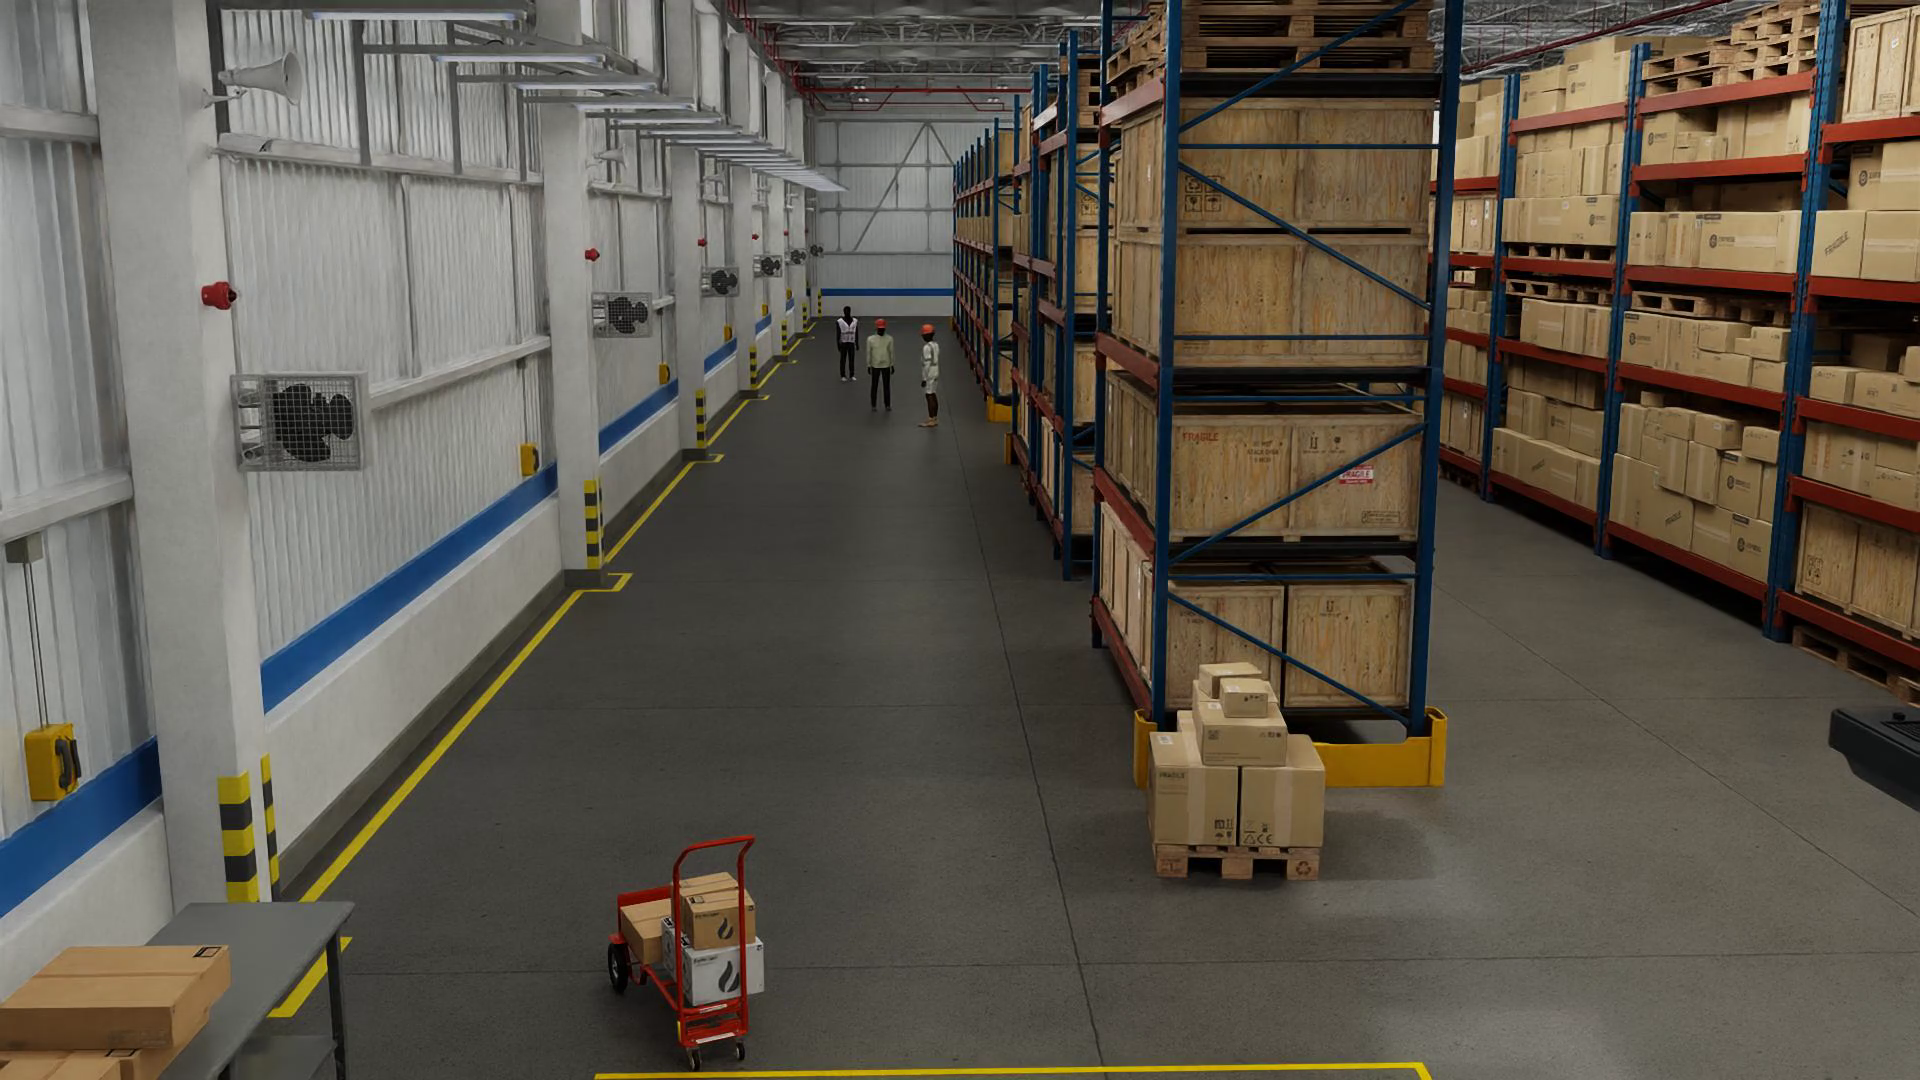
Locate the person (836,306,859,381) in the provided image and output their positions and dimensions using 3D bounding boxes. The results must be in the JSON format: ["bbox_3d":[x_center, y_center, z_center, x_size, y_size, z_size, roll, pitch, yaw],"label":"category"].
[{"bbox_3d":[-2.873,-5.013,42.467,0.587,1.913,0.398,-5,12,-26],"label":"person"}]

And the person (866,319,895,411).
[{"bbox_3d":[-1.703,-3.749,35.693,0.618,1.986,0.409,-3,11,-14],"label":"person"}]

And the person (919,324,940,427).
[{"bbox_3d":[-0.614,-3.250,32.933,0.365,2.048,0.608,4,11,18],"label":"person"}]
